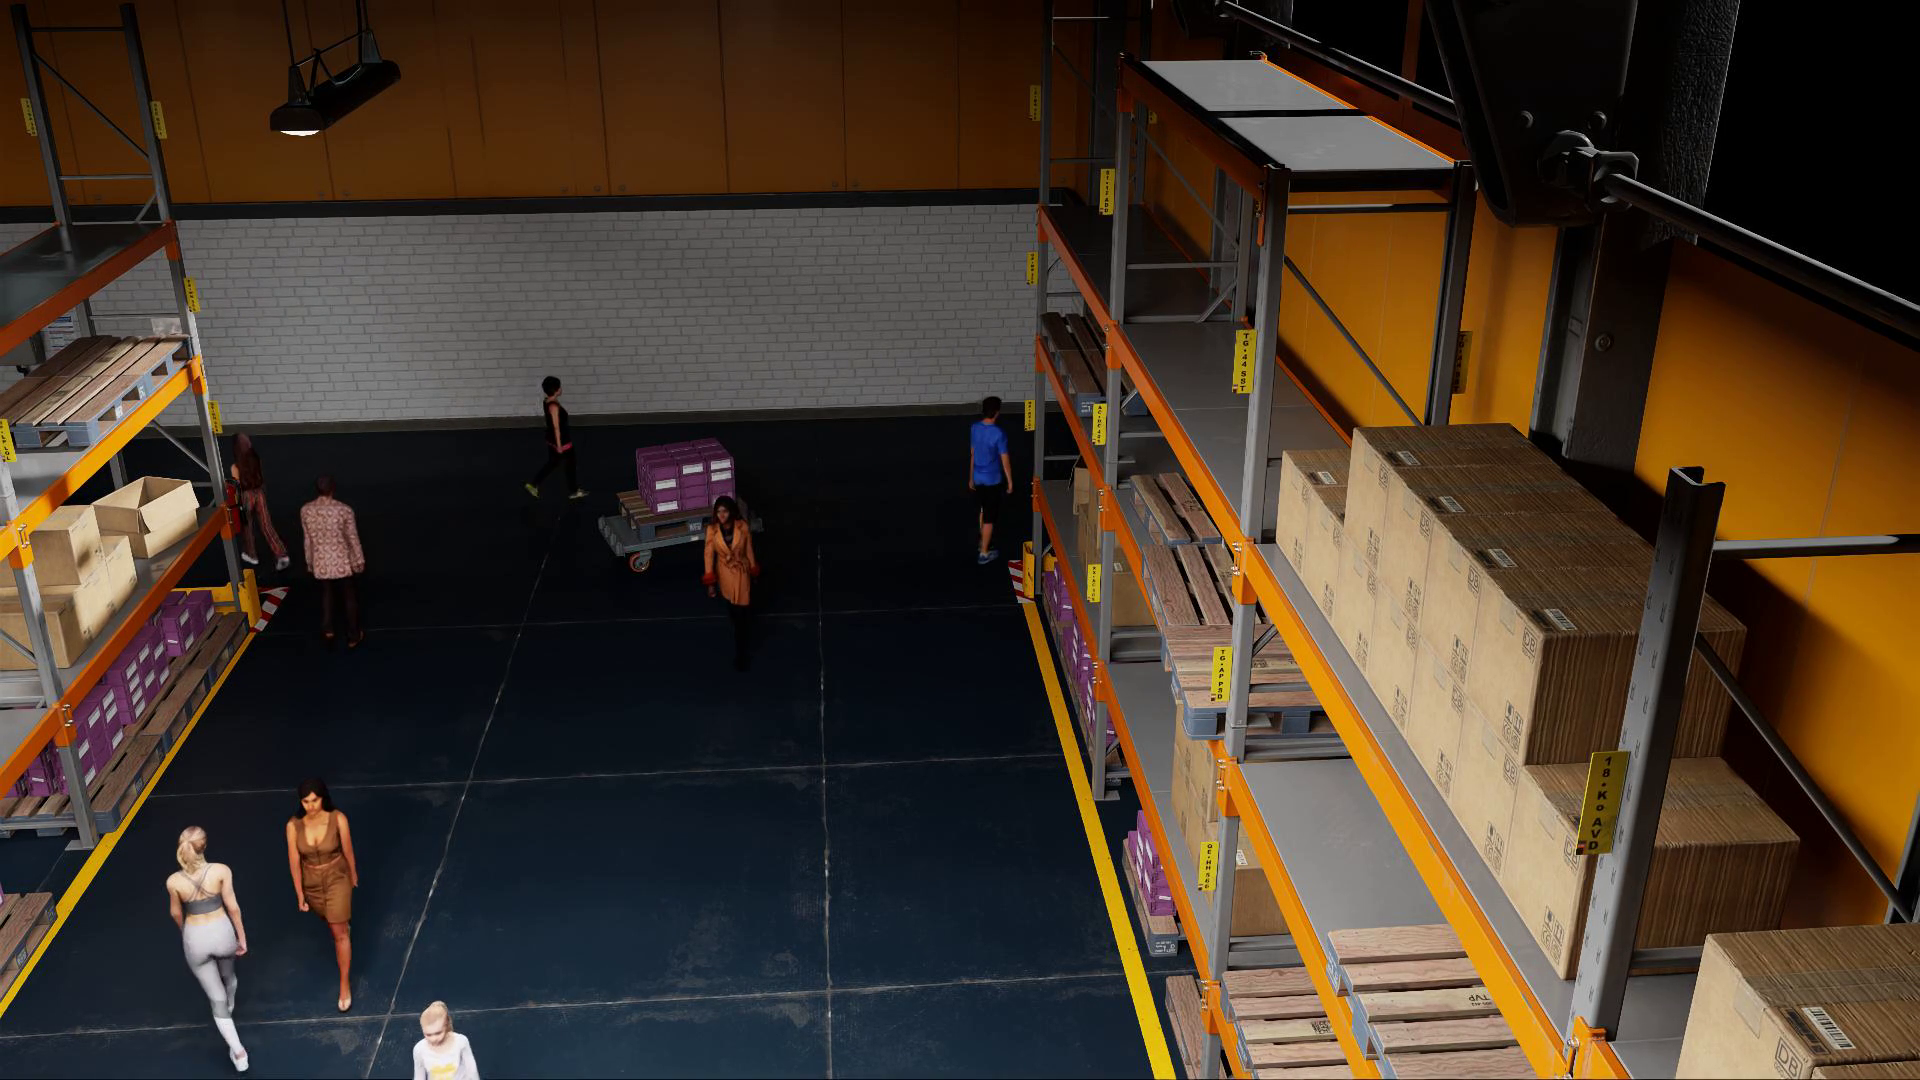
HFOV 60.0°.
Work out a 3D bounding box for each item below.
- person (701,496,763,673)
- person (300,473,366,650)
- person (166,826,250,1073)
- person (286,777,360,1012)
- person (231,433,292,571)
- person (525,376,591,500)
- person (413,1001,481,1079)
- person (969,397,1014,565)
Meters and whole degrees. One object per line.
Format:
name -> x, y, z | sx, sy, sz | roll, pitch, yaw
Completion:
person -> -2.163, 0.358, 15.874 | 0.712, 1.657, 1.201 | -3, 24, -6
person -> -6.021, 0.257, 15.936 | 0.695, 1.791, 0.769 | -2, 24, -4
person -> -4.775, 2.651, 10.625 | 0.853, 1.658, 1.134 | -13, 27, -27
person -> -4.346, 2.318, 11.398 | 0.586, 1.651, 1.062 | -4, 24, -9
person -> -7.480, -0.381, 17.717 | 1.054, 1.534, 1.037 | 17, 29, 33
person -> -4.797, -1.171, 19.531 | 0.870, 1.528, 0.974 | -13, 27, -27
person -> -2.999, 3.220, 9.815 | 0.518, 1.265, 0.702 | -4, 24, -9
person -> 0.242, -0.611, 17.846 | 0.777, 1.852, 0.834 | 17, 29, 34
